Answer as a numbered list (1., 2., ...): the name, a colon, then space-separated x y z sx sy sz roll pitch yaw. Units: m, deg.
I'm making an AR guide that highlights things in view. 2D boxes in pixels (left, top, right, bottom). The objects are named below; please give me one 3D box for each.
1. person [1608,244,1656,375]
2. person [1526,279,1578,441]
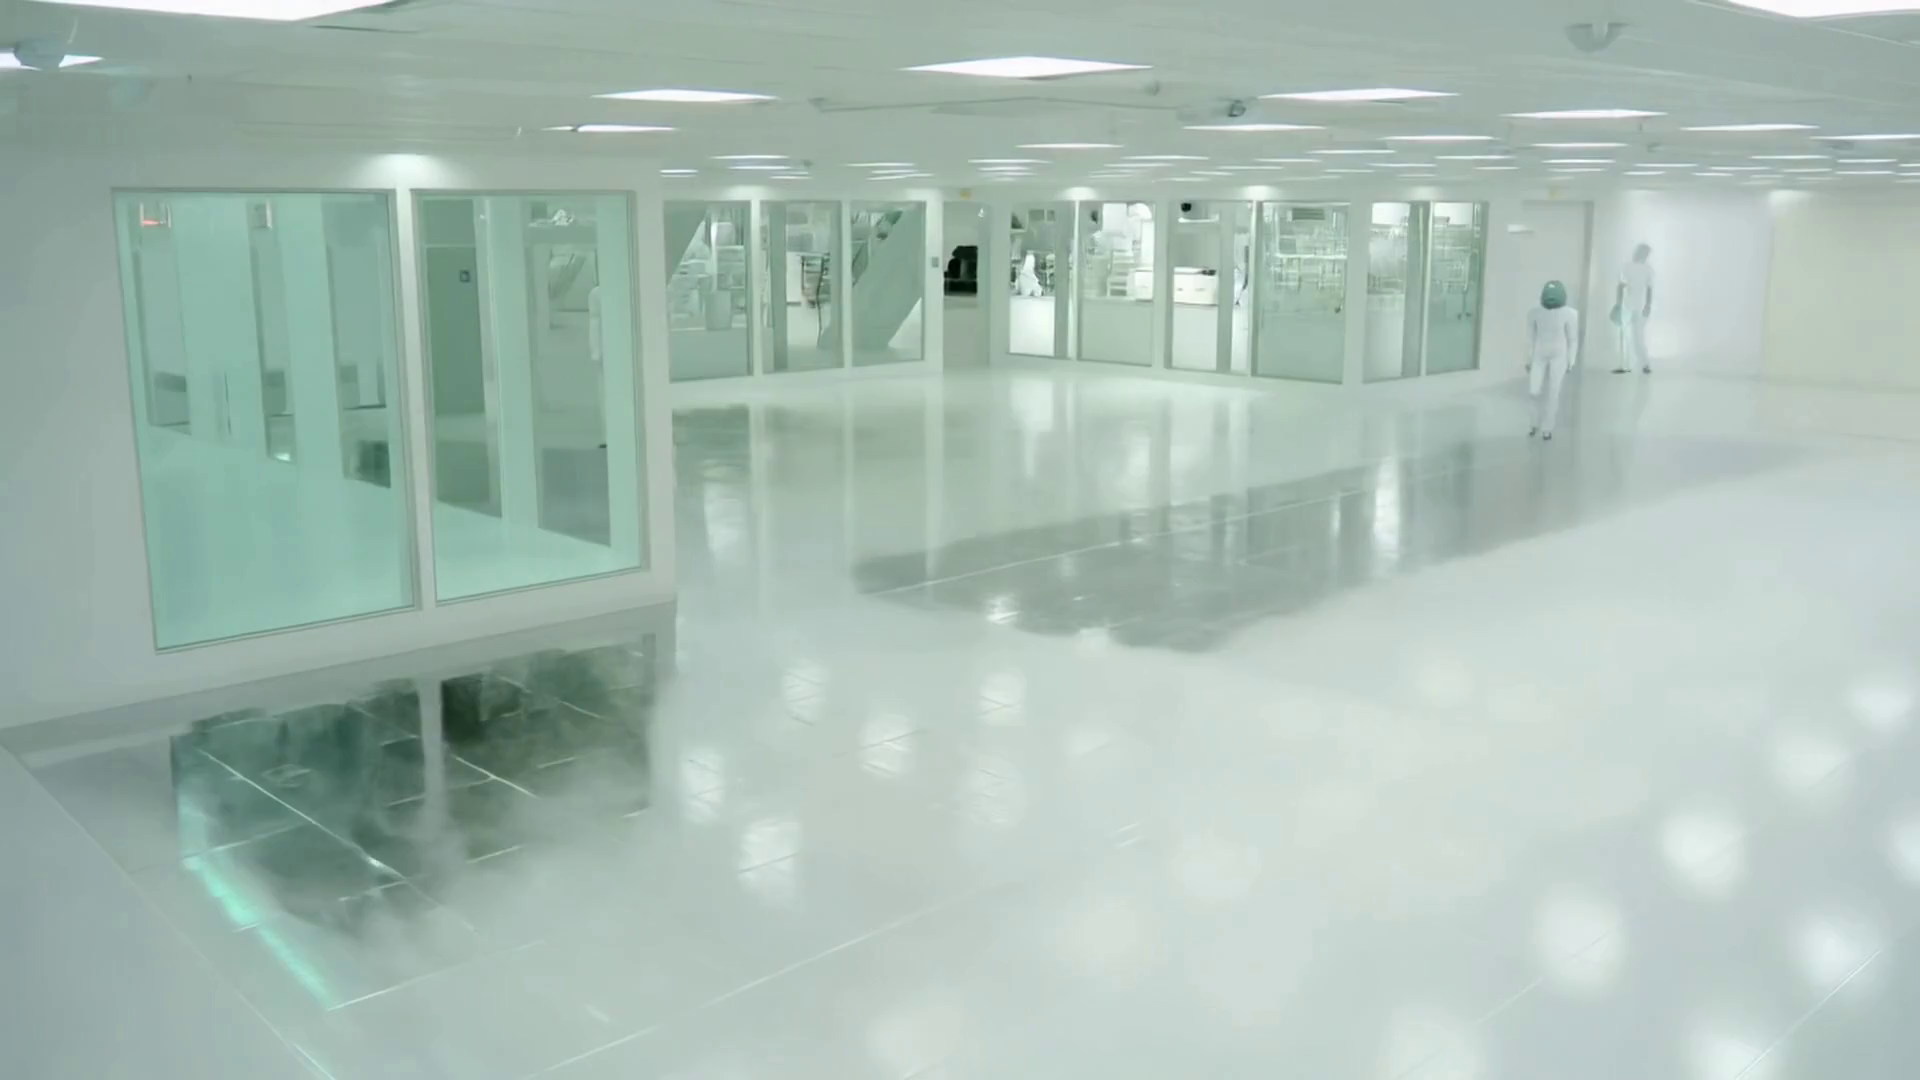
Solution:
1. person: 9.454 -3.215 23.290 0.649 1.836 0.380 -1 11 -6
2. person: 5.917 -1.794 16.679 0.503 1.619 0.374 6 13 27
